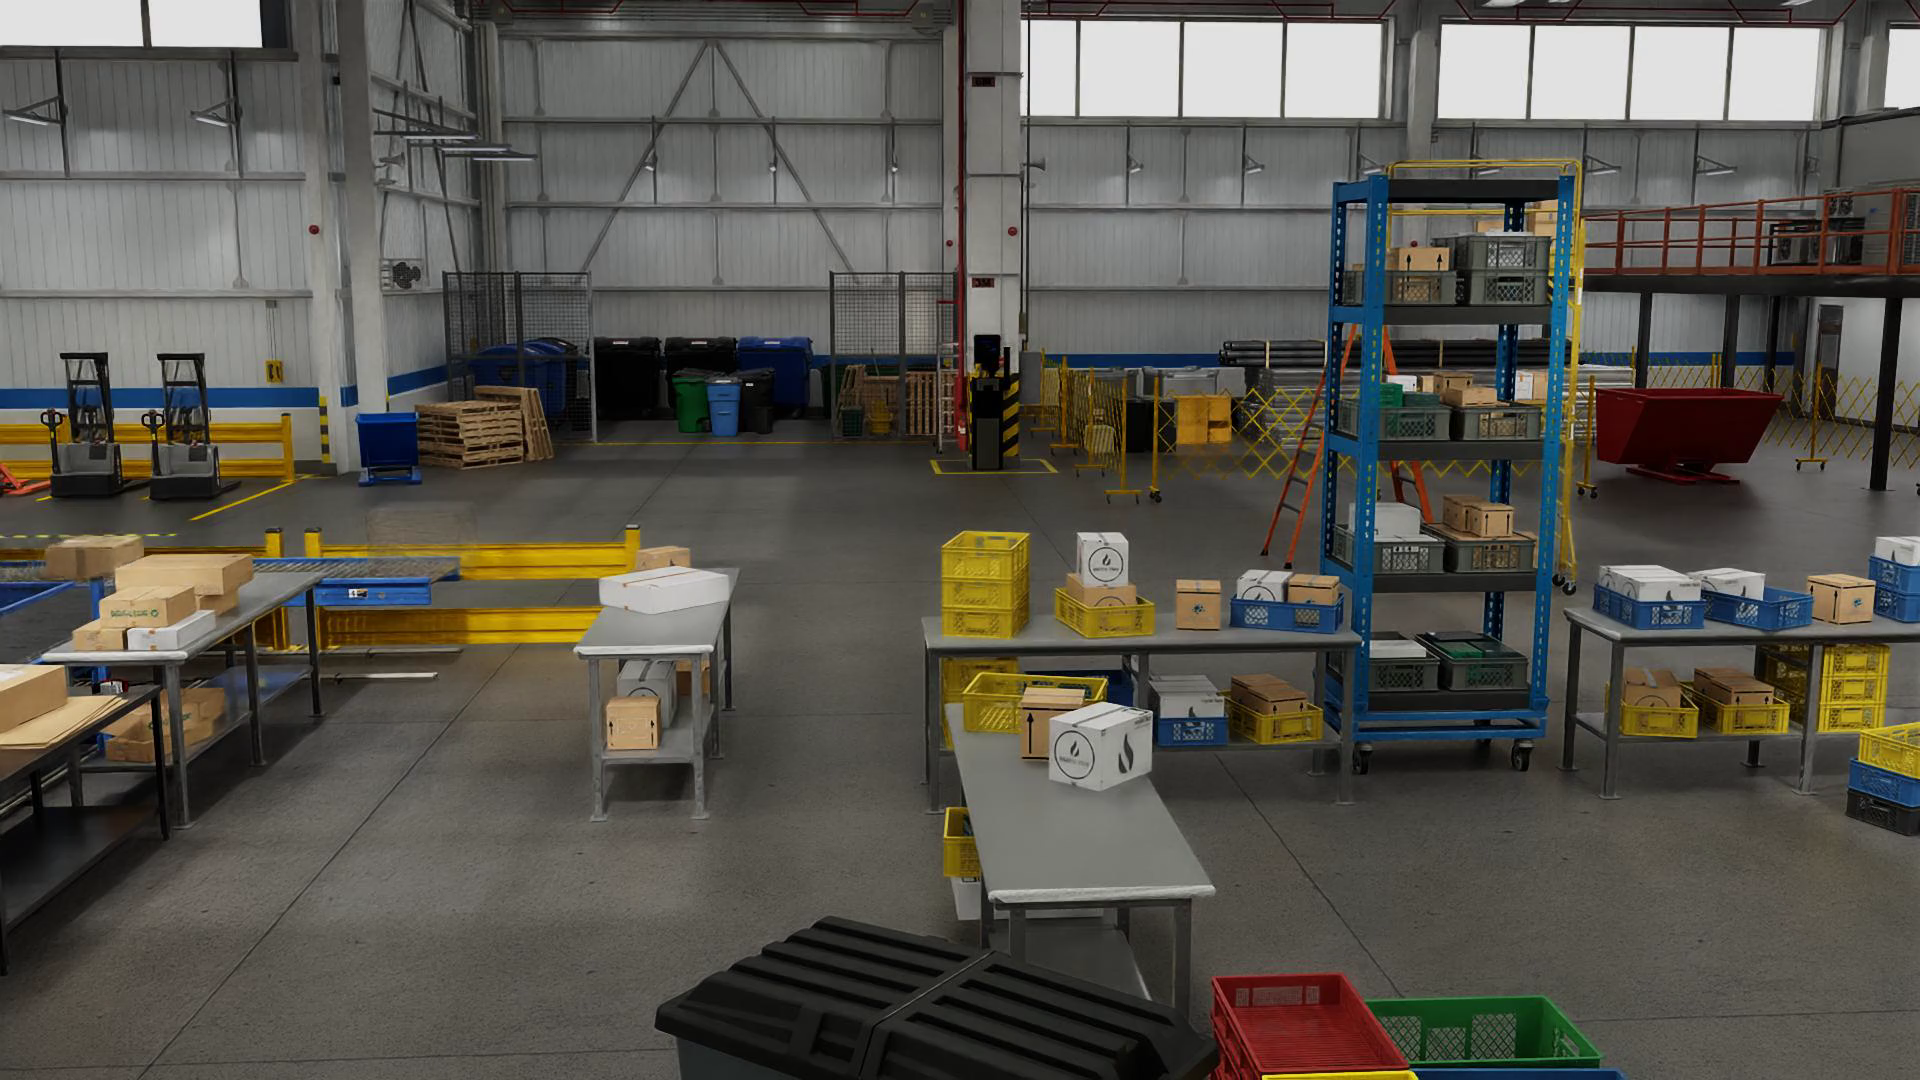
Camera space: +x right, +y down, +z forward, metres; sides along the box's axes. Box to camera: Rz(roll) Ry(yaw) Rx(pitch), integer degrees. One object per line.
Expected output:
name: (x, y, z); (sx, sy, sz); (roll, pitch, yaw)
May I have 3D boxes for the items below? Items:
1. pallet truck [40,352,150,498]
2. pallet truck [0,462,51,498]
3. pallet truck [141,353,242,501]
pallet truck: (-11.907, -1.642, 23.165); (0.823, 1.965, 1.885); (0, 9, 0)
pallet truck: (-13.193, -1.293, 23.148); (0.653, 1.274, 1.630); (-1, 9, -4)
pallet truck: (-10.520, -1.604, 22.925); (0.823, 1.965, 1.885); (-1, 9, -6)
